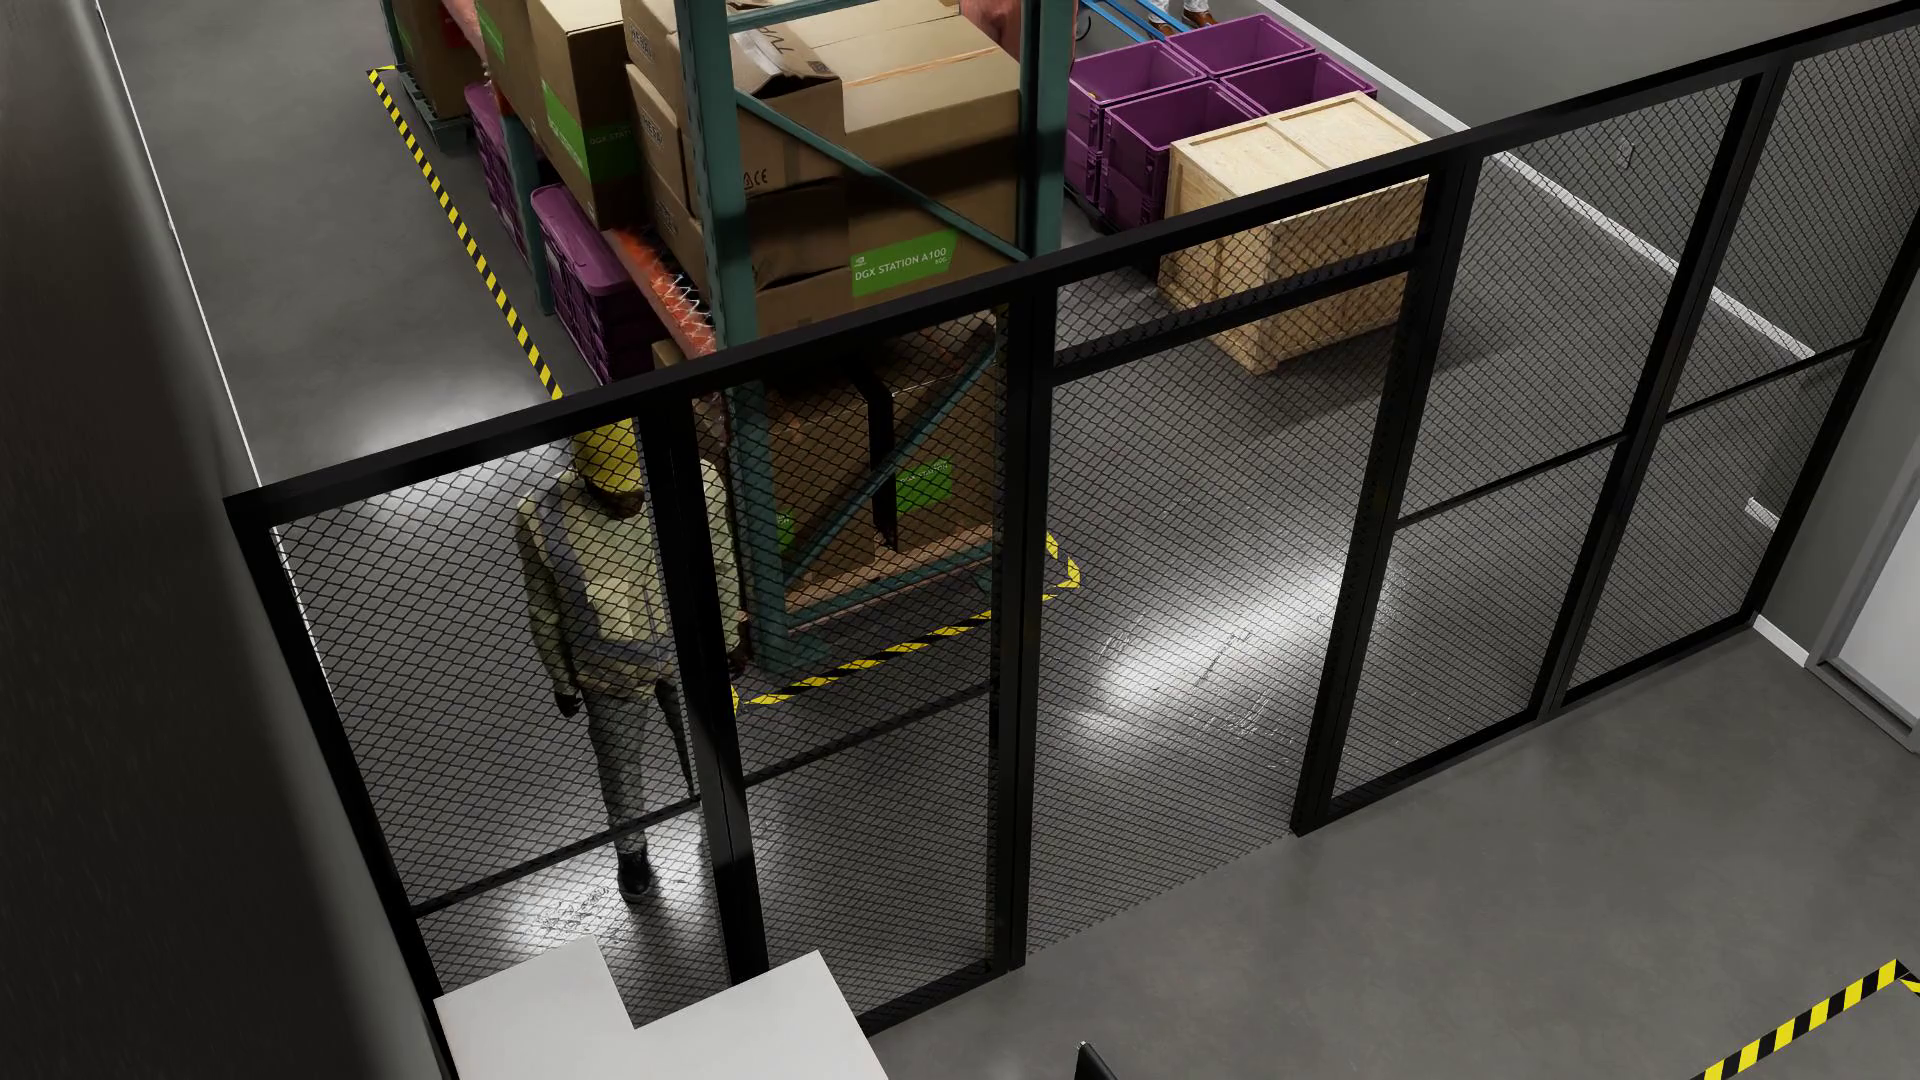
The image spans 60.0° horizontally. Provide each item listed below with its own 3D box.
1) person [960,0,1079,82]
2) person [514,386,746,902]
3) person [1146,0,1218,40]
[{"bbox_3d":[0.215,-1.809,6.884,0.611,1.993,0.384,-31,51,-29],"label":"person"},{"bbox_3d":[-0.884,0.311,4.687,0.587,1.828,0.404,-16,45,-17],"label":"person"},{"bbox_3d":[1.276,-3.622,8.907,0.637,1.938,0.357,-22,47,-22],"label":"person"}]
